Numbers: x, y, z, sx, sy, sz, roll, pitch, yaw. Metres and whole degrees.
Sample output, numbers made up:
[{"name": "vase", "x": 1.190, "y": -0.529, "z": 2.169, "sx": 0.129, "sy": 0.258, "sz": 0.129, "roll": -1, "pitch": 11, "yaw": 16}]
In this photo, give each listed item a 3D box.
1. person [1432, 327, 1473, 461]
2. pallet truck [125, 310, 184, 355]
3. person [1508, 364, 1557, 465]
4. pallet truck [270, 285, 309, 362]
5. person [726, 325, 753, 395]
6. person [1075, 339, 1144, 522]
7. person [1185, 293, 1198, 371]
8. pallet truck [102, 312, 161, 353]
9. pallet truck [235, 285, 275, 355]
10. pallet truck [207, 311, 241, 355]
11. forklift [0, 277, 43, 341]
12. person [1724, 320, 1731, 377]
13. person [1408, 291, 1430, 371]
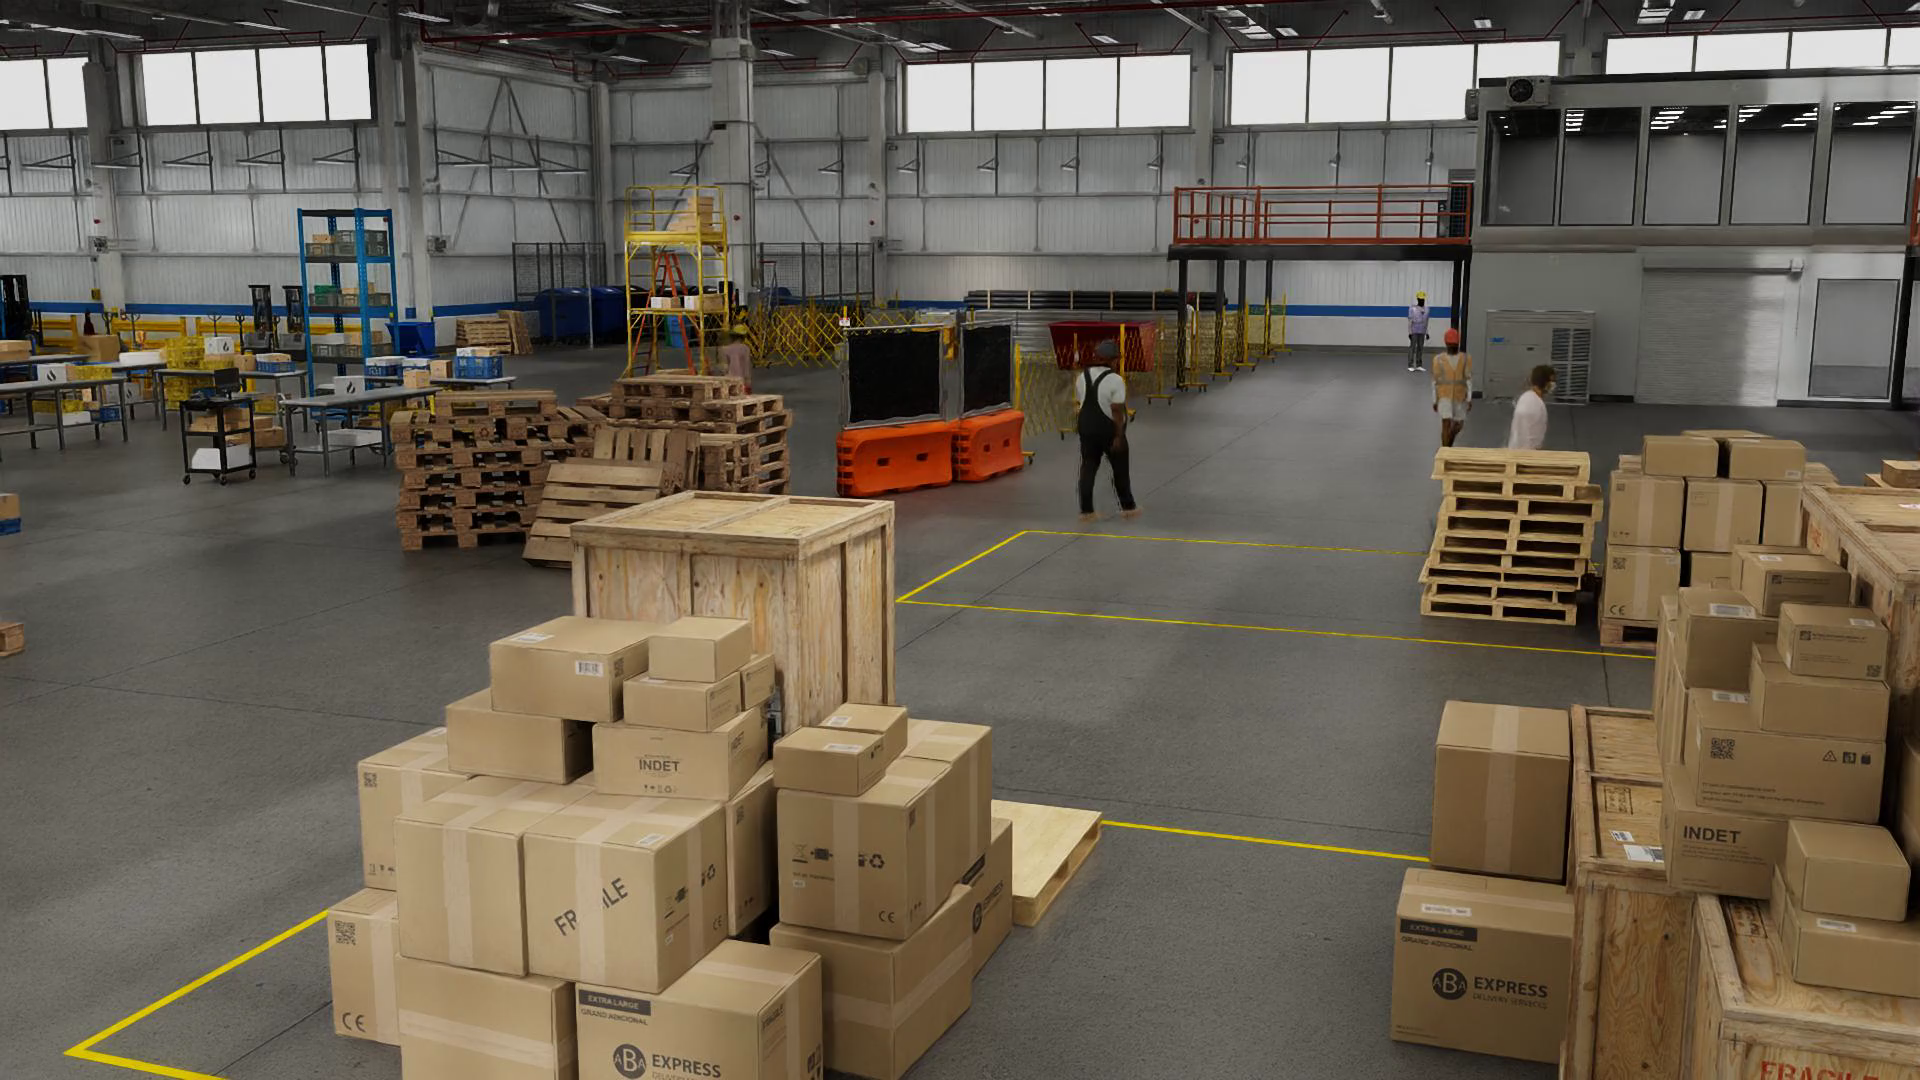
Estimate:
[{"name": "person", "x": 6.815, "y": -2.005, "z": 23.093, "sx": 0.553, "sy": 1.912, "sz": 0.655, "roll": 1, "pitch": 10, "yaw": 3}, {"name": "pallet truck", "x": -22.038, "y": -5.665, "z": 45.457, "sx": 0.704, "sy": 1.261, "sz": 1.522, "roll": 3, "pitch": 11, "yaw": 17}, {"name": "person", "x": 5.445, "y": -0.729, "z": 15.901, "sx": 0.434, "sy": 1.919, "sz": 0.630, "roll": 4, "pitch": 11, "yaw": 20}, {"name": "pallet truck", "x": -17.147, "y": -5.700, "z": 43.663, "sx": 0.823, "sy": 1.965, "sz": 1.885, "roll": 3, "pitch": 11, "yaw": 17}, {"name": "person", "x": -3.520, "y": -2.622, "z": 27.019, "sx": 0.553, "sy": 1.737, "sz": 0.736, "roll": 6, "pitch": 12, "yaw": 32}, {"name": "person", "x": 1.648, "y": -1.228, "z": 18.357, "sx": 0.697, "sy": 2.000, "sz": 0.904, "roll": 9, "pitch": 13, "yaw": 41}, {"name": "person", "x": 5.511, "y": -4.996, "z": 40.009, "sx": 0.356, "sy": 1.887, "sz": 0.573, "roll": -3, "pitch": 10, "yaw": -16}, {"name": "pallet truck", "x": -23.057, "y": -5.777, "z": 46.261, "sx": 0.680, "sy": 1.201, "sz": 1.601, "roll": 3, "pitch": 11, "yaw": 19}, {"name": "pallet truck", "x": -18.327, "y": -5.835, "z": 44.421, "sx": 0.823, "sy": 1.965, "sz": 1.885, "roll": 4, "pitch": 11, "yaw": 23}, {"name": "pallet truck", "x": -19.537, "y": -5.575, "z": 44.913, "sx": 0.653, "sy": 1.274, "sz": 1.630, "roll": 3, "pitch": 11, "yaw": 19}, {"name": "forklift", "x": -27.151, "y": -6.329, "z": 46.328, "sx": 1.157, "sy": 1.987, "sz": 2.680, "roll": 3, "pitch": 11, "yaw": 17}, {"name": "person", "x": 17.607, "y": -4.614, "z": 37.966, "sx": 0.734, "sy": 1.845, "sz": 0.522, "roll": 0, "pitch": 10, "yaw": 2}, {"name": "person", "x": 11.051, "y": -5.022, "z": 40.040, "sx": 0.585, "sy": 1.928, "sz": 0.379, "roll": -4, "pitch": 11, "yaw": -20}]
